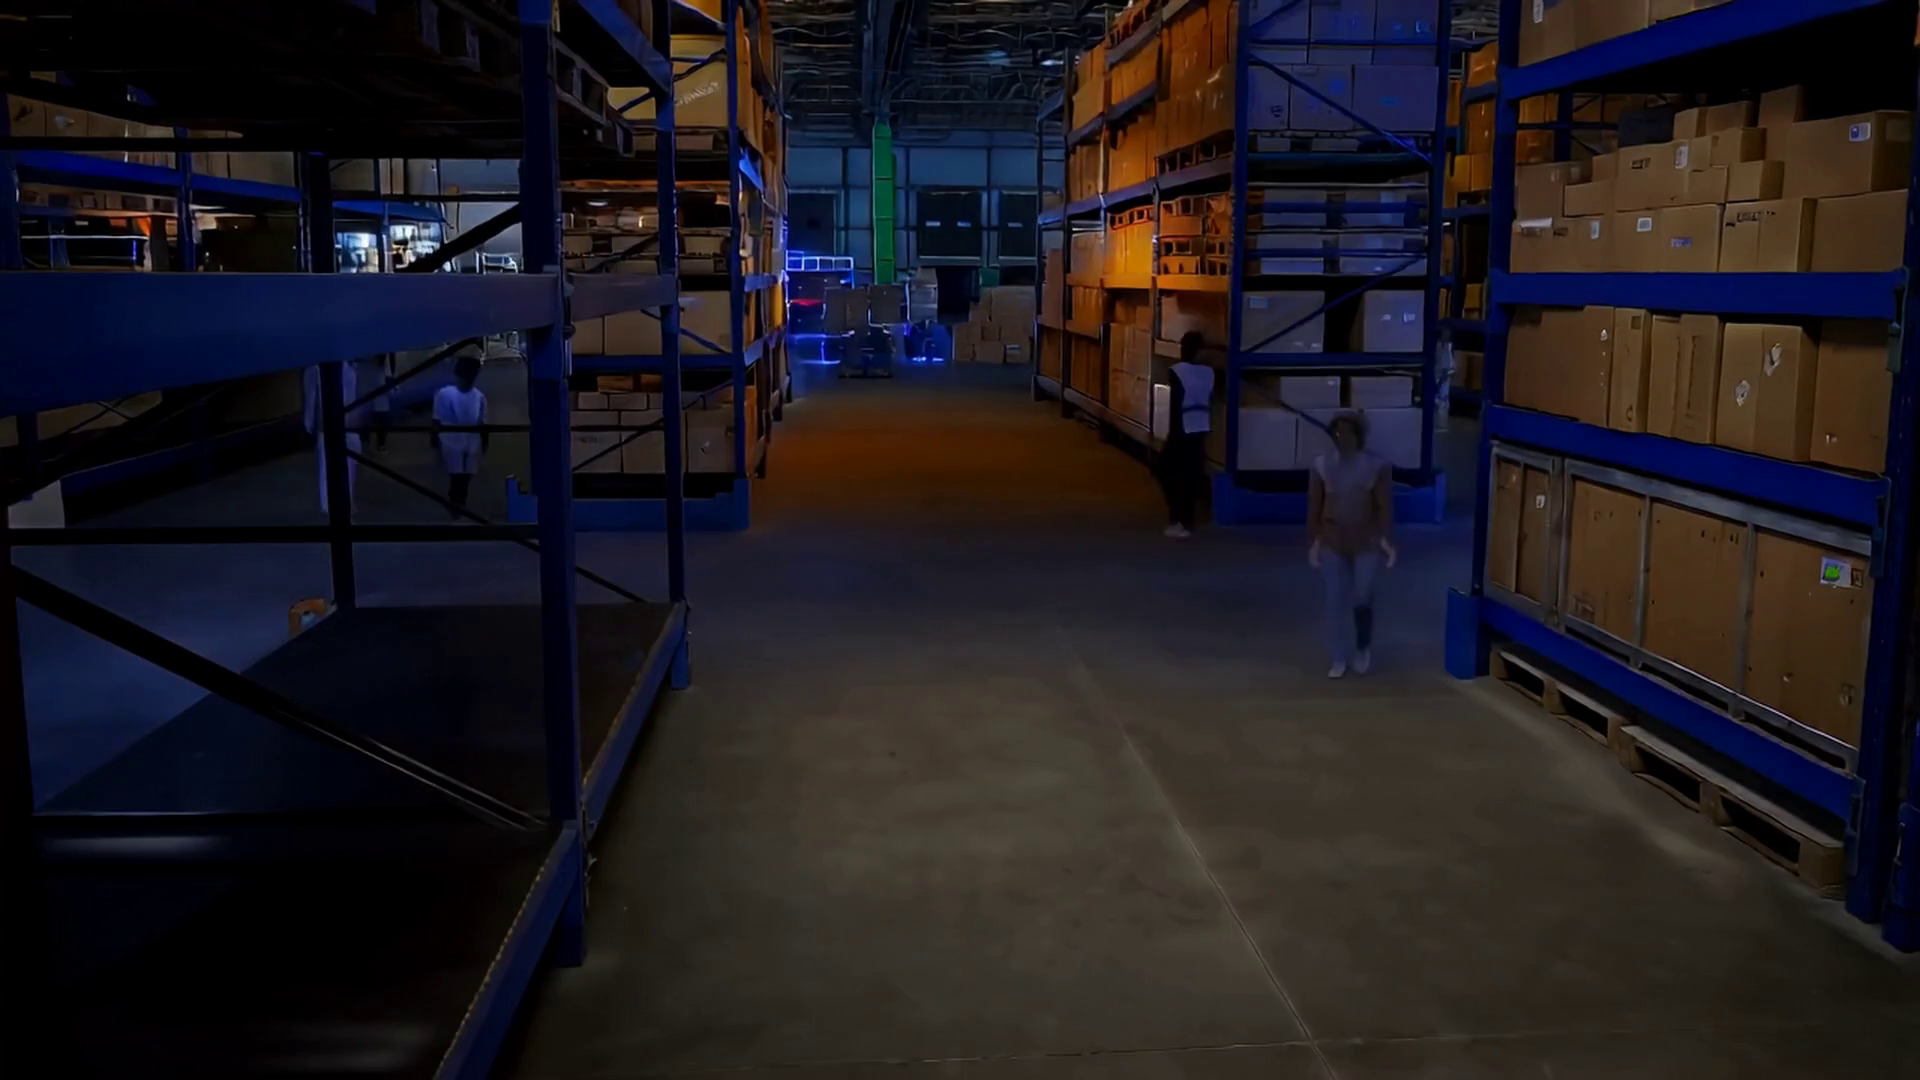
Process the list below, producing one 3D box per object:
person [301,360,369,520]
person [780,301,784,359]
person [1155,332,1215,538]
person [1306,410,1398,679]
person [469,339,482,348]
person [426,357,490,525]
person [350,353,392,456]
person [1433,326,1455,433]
[{"bbox_3d":[-6.223,-1.123,16.578,0.528,1.808,0.813,4,10,23],"label":"person"},{"bbox_3d":[-3.906,-4.233,35.950,0.426,1.854,0.508,2,9,12],"label":"person"},{"bbox_3d":[2.074,-0.960,15.262,0.629,1.883,0.465,-8,12,-42],"label":"person"},{"bbox_3d":[2.318,0.036,9.835,0.538,1.619,0.411,4,10,26],"label":"person"},{"bbox_3d":[-15.971,-7.276,54.825,0.387,1.919,0.594,-8,12,-41],"label":"person"},{"bbox_3d":[-4.511,-0.822,15.097,0.635,1.653,0.588,8,12,40],"label":"person"},{"bbox_3d":[-7.840,-1.960,22.143,0.540,1.695,0.317,-3,10,-21],"label":"person"},{"bbox_3d":[7.397,-2.452,25.447,0.319,1.628,0.509,3,9,17],"label":"person"}]
